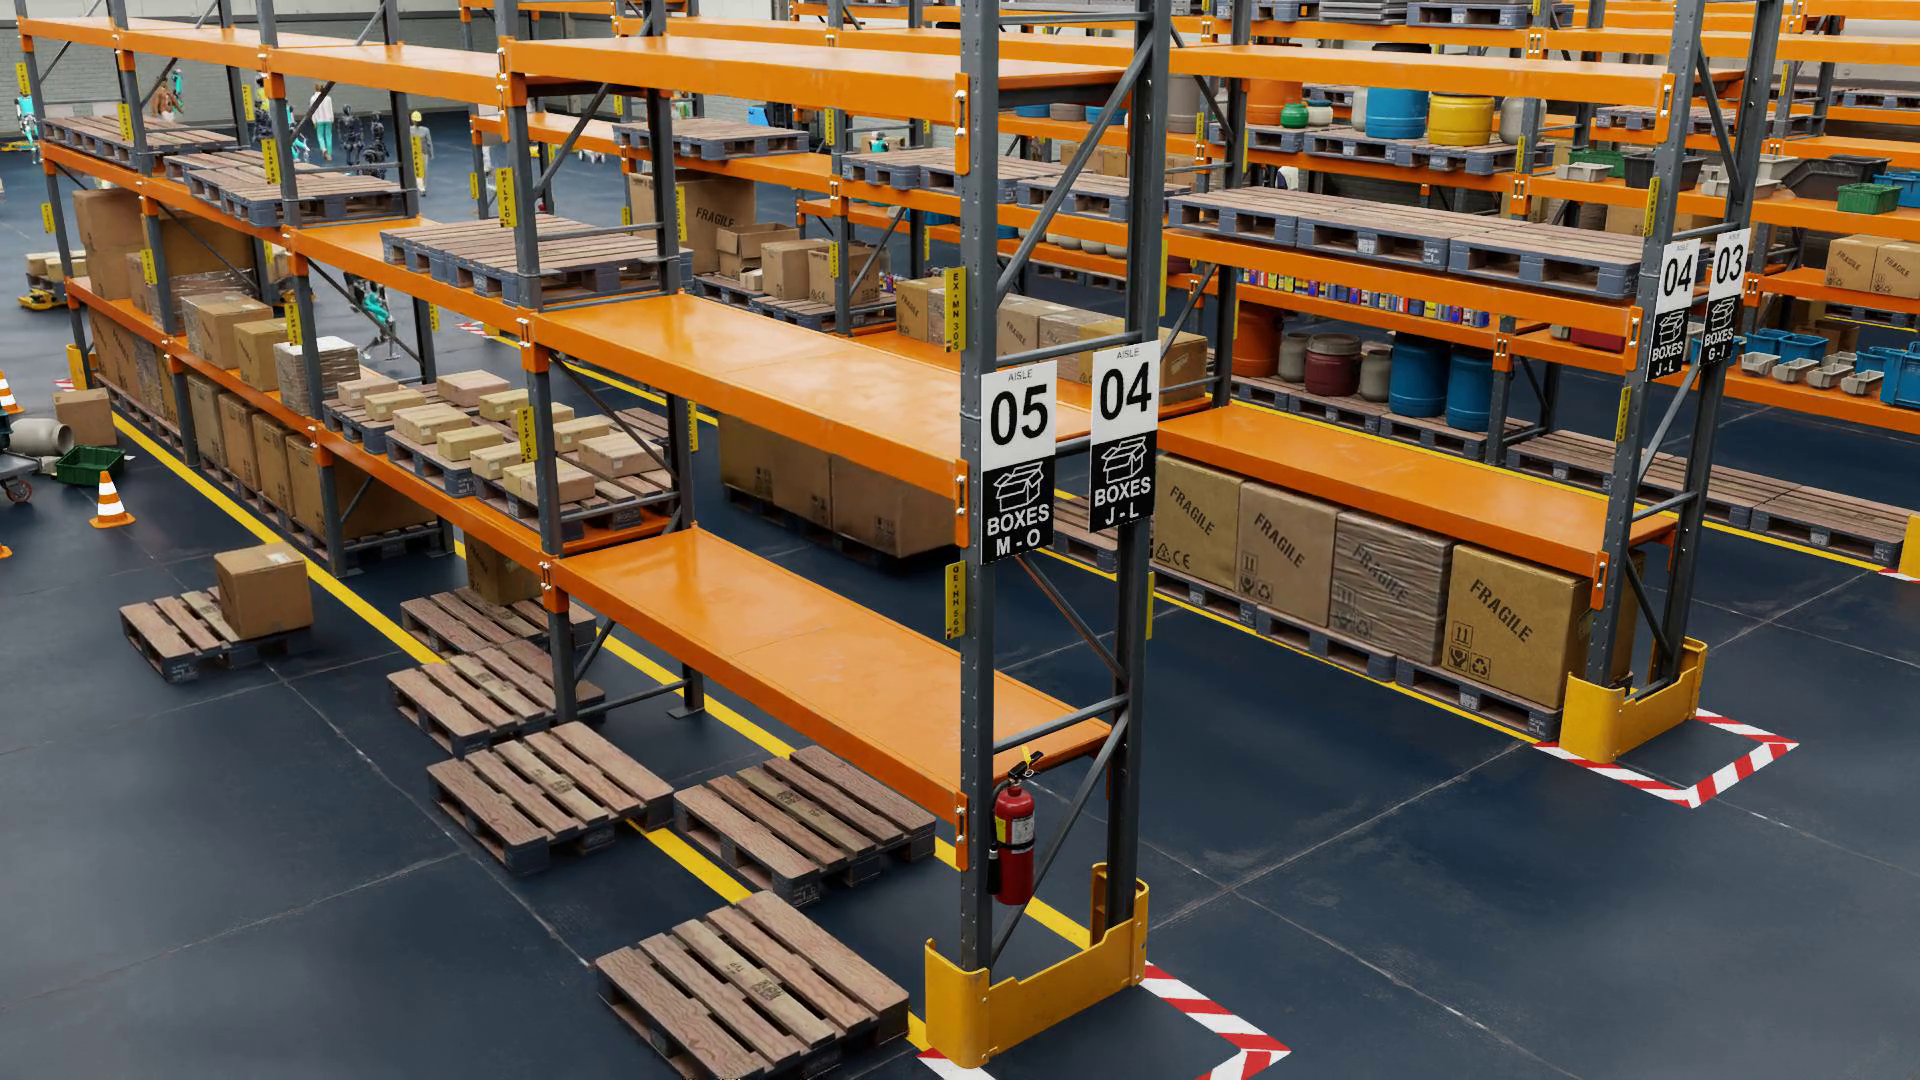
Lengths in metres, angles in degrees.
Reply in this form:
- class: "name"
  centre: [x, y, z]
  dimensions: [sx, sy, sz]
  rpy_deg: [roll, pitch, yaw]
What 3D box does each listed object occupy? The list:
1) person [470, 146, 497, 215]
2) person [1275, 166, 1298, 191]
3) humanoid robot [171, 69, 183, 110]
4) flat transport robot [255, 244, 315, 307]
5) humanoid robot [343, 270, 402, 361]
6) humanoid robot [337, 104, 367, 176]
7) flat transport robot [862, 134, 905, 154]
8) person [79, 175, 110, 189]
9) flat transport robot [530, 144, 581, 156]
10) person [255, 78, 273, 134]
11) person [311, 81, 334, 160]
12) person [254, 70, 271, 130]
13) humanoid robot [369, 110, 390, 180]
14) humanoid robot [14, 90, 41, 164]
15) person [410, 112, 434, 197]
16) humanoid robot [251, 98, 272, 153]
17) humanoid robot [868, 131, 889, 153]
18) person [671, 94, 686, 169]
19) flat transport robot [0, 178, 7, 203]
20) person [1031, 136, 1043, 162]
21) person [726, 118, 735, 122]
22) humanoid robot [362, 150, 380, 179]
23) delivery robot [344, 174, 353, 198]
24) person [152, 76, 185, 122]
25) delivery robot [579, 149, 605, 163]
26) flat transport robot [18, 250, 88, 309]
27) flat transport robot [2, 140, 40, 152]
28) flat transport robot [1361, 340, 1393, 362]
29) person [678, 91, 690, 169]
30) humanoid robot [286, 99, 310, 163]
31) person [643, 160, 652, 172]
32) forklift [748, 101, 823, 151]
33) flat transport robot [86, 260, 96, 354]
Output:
- class: "person"
  centre: [-9.137, -7.210, 32.070]
  dimensions: [0.724, 1.861, 0.569]
  rpy_deg: [-9, 21, -23]
- class: "person"
  centre: [5.319, -5.480, 27.170]
  dimensions: [0.388, 1.839, 0.559]
  rpy_deg: [14, 24, 35]
- class: "humanoid robot"
  centre: [-22.317, -12.368, 46.912]
  dimensions: [0.876, 1.772, 0.587]
  rpy_deg: [-1, 19, -4]
- class: "flat transport robot"
  centre: [-10.054, -3.461, 23.786]
  dimensions: [1.431, 0.231, 0.659]
  rpy_deg: [-1, 19, -4]
- class: "humanoid robot"
  centre: [-7.053, -2.934, 20.162]
  dimensions: [1.064, 1.760, 0.552]
  rpy_deg: [11, 22, 28]
- class: "humanoid robot"
  centre: [-13.571, -8.919, 37.211]
  dimensions: [0.609, 1.643, 0.468]
  rpy_deg: [-1, 19, -4]
- class: "flat transport robot"
  centre: [-1.764, -8.258, 37.439]
  dimensions: [1.431, 0.231, 0.659]
  rpy_deg: [2, 20, 7]
- class: "person"
  centre: [-16.136, -6.864, 31.105]
  dimensions: [0.546, 1.841, 1.001]
  rpy_deg: [0, 19, -1]
- class: "flat transport robot"
  centre: [-10.292, -9.817, 41.874]
  dimensions: [0.659, 0.231, 1.431]
  rpy_deg: [11, 22, 28]
- class: "person"
  centre: [-18.616, -11.597, 44.833]
  dimensions: [0.660, 1.670, 0.321]
  rpy_deg: [3, 20, 8]
- class: "person"
  centre: [-15.531, -10.219, 40.579]
  dimensions: [0.491, 1.893, 0.493]
  rpy_deg: [-8, 21, -23]
- class: "person"
  centre: [-19.855, -12.637, 47.510]
  dimensions: [0.412, 1.864, 0.517]
  rpy_deg: [9, 21, 25]
- class: "humanoid robot"
  centre: [-12.521, -8.363, 35.622]
  dimensions: [0.550, 1.637, 0.604]
  rpy_deg: [2, 19, 5]
- class: "humanoid robot"
  centre: [-22.174, -9.838, 39.738]
  dimensions: [0.545, 1.774, 0.915]
  rpy_deg: [-12, 23, -30]
- class: "person"
  centre: [-11.299, -8.085, 34.763]
  dimensions: [0.531, 1.709, 0.916]
  rpy_deg: [-12, 23, -30]
- class: "humanoid robot"
  centre: [-16.198, -9.379, 38.517]
  dimensions: [0.562, 1.646, 0.599]
  rpy_deg: [3, 20, 9]
- class: "humanoid robot"
  centre: [-1.230, -6.688, 30.854]
  dimensions: [0.937, 1.812, 0.556]
  rpy_deg: [-15, 24, -37]
- class: "person"
  centre: [-6.335, -9.004, 37.177]
  dimensions: [0.959, 1.853, 0.602]
  rpy_deg: [6, 20, 17]
- class: "flat transport robot"
  centre: [-19.140, -6.313, 31.903]
  dimensions: [0.659, 0.231, 1.431]
  rpy_deg: [-1, 19, -3]
- class: "person"
  centre: [1.364, -6.741, 30.879]
  dimensions: [0.415, 1.755, 0.568]
  rpy_deg: [10, 22, 26]
- class: "person"
  centre: [-4.632, -7.568, 33.278]
  dimensions: [0.724, 1.721, 0.481]
  rpy_deg: [1, 19, 4]
- class: "humanoid robot"
  centre: [-9.946, -5.772, 28.217]
  dimensions: [0.315, 1.657, 0.599]
  rpy_deg: [-6, 20, -17]
- class: "delivery robot"
  centre: [-12.473, -7.120, 33.789]
  dimensions: [0.499, 0.610, 0.788]
  rpy_deg: [7, 21, 20]
- class: "person"
  centre: [-20.522, -11.118, 43.213]
  dimensions: [0.746, 1.828, 0.807]
  rpy_deg: [6, 20, 17]
- class: "delivery robot"
  centre: [-8.944, -9.478, 40.503]
  dimensions: [0.499, 0.611, 0.814]
  rpy_deg: [-12, 23, -31]
- class: "flat transport robot"
  centre: [-12.754, -3.563, 24.076]
  dimensions: [0.659, 0.231, 1.431]
  rpy_deg: [18, 26, 41]
- class: "flat transport robot"
  centre: [-23.746, -10.117, 42.730]
  dimensions: [1.431, 0.231, 0.659]
  rpy_deg: [2, 19, 6]
- class: "flat transport robot"
  centre: [5.170, -2.163, 20.091]
  dimensions: [0.659, 0.231, 1.431]
  rpy_deg: [-13, 23, -33]
- class: "person"
  centre: [-6.354, -9.445, 38.242]
  dimensions: [0.387, 1.977, 0.489]
  rpy_deg: [-4, 20, -12]
- class: "humanoid robot"
  centre: [-15.031, -9.080, 37.595]
  dimensions: [1.010, 1.748, 0.545]
  rpy_deg: [11, 22, 30]
- class: "person"
  centre: [-5.199, -5.942, 28.311]
  dimensions: [0.367, 1.958, 0.601]
  rpy_deg: [0, 19, -1]
- class: "forklift"
  centre: [-4.526, -11.368, 42.374]
  dimensions: [1.129, 2.768, 1.873]
  rpy_deg: [-15, 24, -37]
- class: "flat transport robot"
  centre: [-9.931, -2.327, 20.557]
  dimensions: [1.431, 0.231, 0.659]
  rpy_deg: [-11, 22, -28]
